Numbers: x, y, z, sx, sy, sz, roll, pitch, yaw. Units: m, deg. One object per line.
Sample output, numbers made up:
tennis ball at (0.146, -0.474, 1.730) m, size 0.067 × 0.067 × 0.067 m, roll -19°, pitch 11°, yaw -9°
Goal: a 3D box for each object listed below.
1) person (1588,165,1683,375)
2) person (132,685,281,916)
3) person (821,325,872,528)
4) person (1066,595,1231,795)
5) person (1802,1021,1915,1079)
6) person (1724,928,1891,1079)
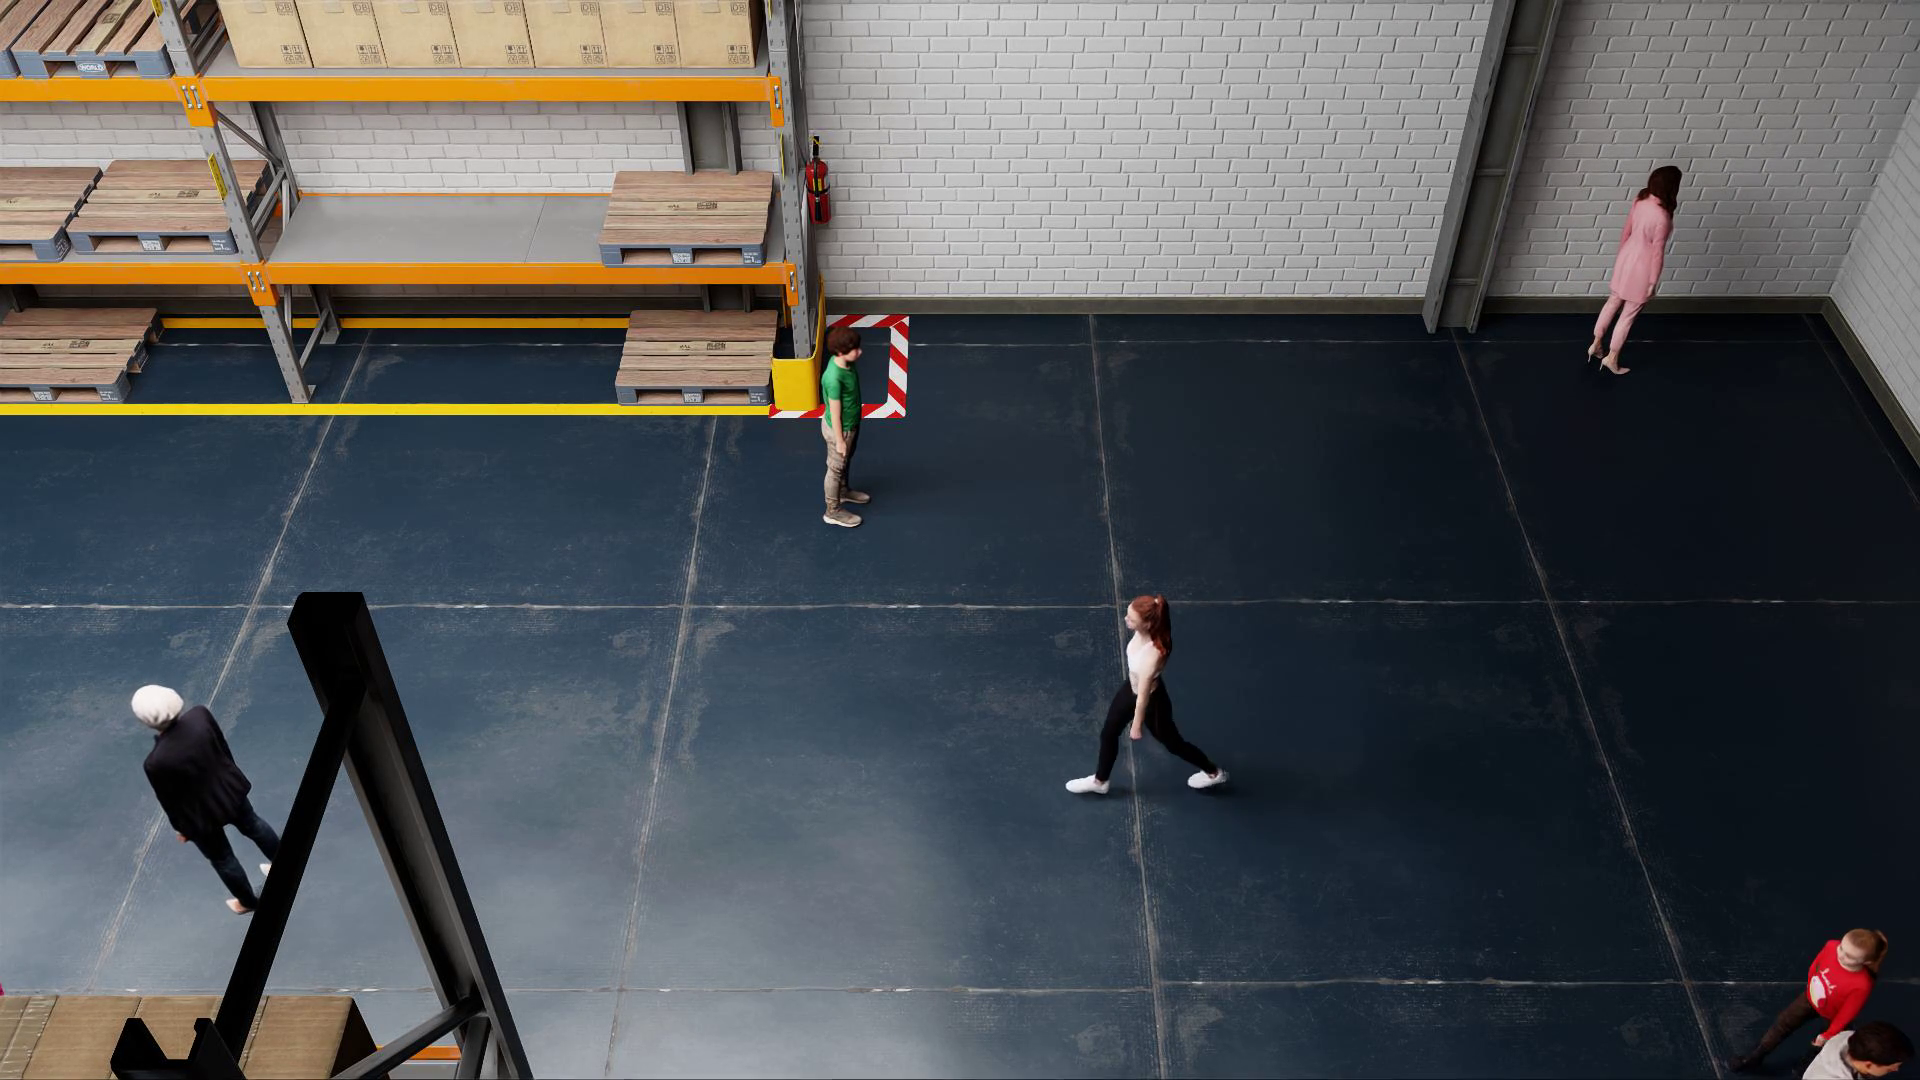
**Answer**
person at (5.221, -2.086, 12.882) m, size 0.621 × 1.802 × 0.669 m, roll -11°, pitch 45°, yaw -12°
person at (-3.859, 1.314, 8.607) m, size 0.718 × 1.780 × 0.801 m, roll 15°, pitch 46°, yaw 15°
person at (-0.842, -0.818, 11.663) m, size 0.608 × 1.647 × 0.623 m, roll 9°, pitch 44°, yaw 10°
person at (1.191, 0.965, 9.757) m, size 1.204 × 1.695 × 0.588 m, roll 0°, pitch 44°, yaw -1°
person at (3.931, 2.764, 7.757) m, size 0.761 × 1.848 × 0.758 m, roll 23°, pitch 48°, yaw 22°
person at (4.531, 2.379, 8.589) m, size 0.864 × 1.259 × 0.685 m, roll -19°, pitch 47°, yaw -19°
